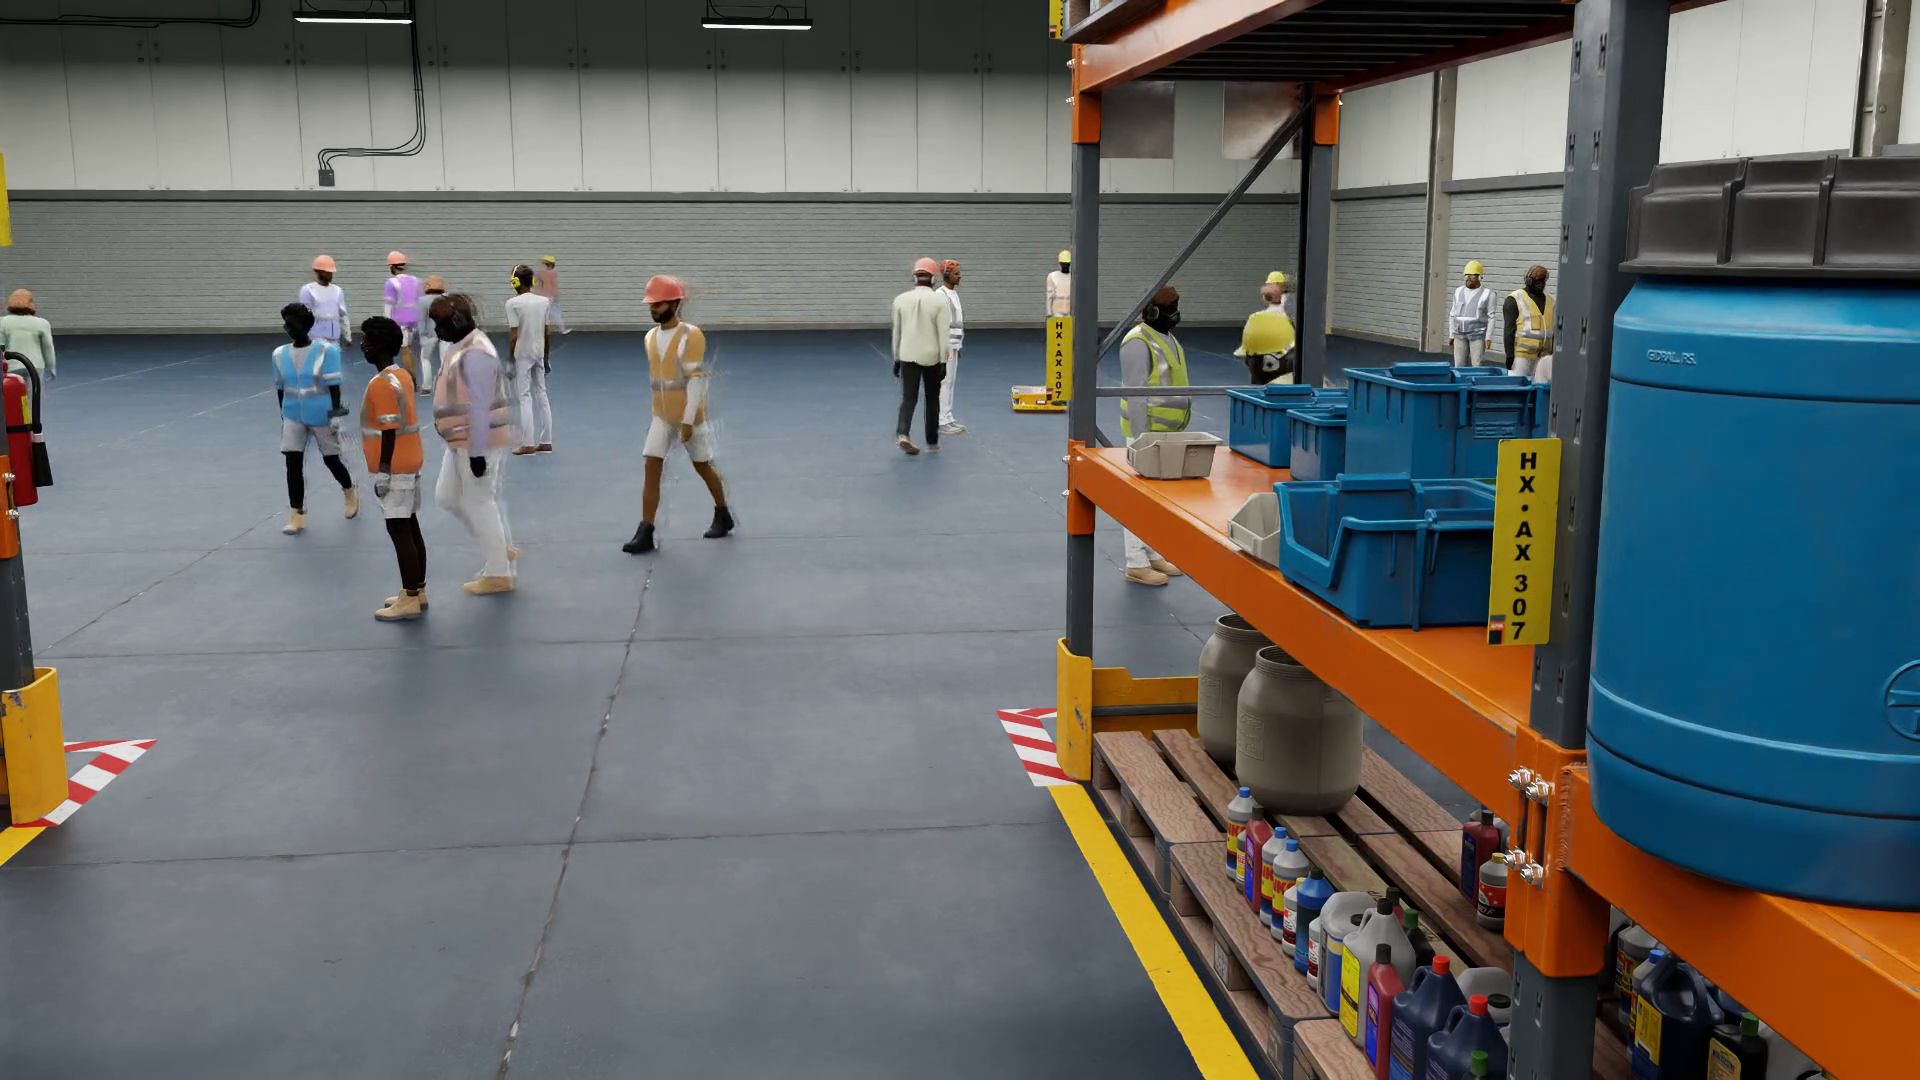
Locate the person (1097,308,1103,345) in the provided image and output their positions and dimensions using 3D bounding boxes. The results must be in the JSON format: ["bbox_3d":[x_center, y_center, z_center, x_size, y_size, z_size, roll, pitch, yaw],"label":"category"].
[{"bbox_3d":[2.435,-4.774,32.774,0.987,1.897,0.560,7,12,33],"label":"person"}]

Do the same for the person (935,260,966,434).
[{"bbox_3d":[-0.113,-2.096,18.095,0.362,1.882,0.588,2,11,13],"label":"person"}]

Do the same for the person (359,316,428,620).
[{"bbox_3d":[-3.177,-0.402,9.317,0.317,1.695,0.540,-1,10,-6],"label":"person"}]

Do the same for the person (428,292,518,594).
[{"bbox_3d":[-2.939,-0.577,9.984,0.451,1.803,0.667,-5,11,-24],"label":"person"}]

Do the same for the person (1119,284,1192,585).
[{"bbox_3d":[1.218,-0.659,10.330,0.430,1.845,0.619,5,12,27],"label":"person"}]

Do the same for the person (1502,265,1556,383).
[{"bbox_3d":[5.909,-1.916,17.222,0.621,1.845,0.429,-4,11,-21],"label":"person"}]

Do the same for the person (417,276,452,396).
[{"bbox_3d":[-7.000,-2.696,22.113,0.538,1.608,0.661,-10,14,-44],"label":"person"}]

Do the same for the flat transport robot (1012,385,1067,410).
[{"bbox_3d":[0.982,-1.781,20.791,0.652,0.197,1.431,0,10,1],"label":"flat transport robot"}]

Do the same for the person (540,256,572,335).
[{"bbox_3d":[-8.772,-5.224,35.680,0.540,1.712,0.949,6,12,30],"label":"person"}]

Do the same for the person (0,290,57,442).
[{"bbox_3d":[-9.403,-1.716,16.783,0.519,1.591,0.809,-4,11,-22],"label":"person"}]

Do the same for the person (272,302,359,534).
[{"bbox_3d":[-4.737,-0.914,12.206,0.535,1.667,0.781,0,10,2],"label":"person"}]

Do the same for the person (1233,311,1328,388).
[{"bbox_3d":[1.512,-0.127,7.514,0.615,1.806,0.565,-10,14,-44],"label":"person"}]

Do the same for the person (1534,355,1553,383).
[{"bbox_3d":[4.098,-0.709,11.293,0.507,1.593,0.849,9,14,41],"label":"person"}]

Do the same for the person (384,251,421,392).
[{"bbox_3d":[-7.751,-3.012,22.991,0.637,1.918,0.556,6,12,30],"label":"person"}]

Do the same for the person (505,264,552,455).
[{"bbox_3d":[-4.235,-1.758,16.300,0.329,1.865,0.510,8,13,36],"label":"person"}]

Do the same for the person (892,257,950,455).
[{"bbox_3d":[-0.412,-1.770,16.180,0.627,1.951,0.884,3,11,17],"label":"person"}]

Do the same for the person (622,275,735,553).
[{"bbox_3d":[-1.938,-0.885,11.495,0.543,1.886,1.038,6,12,28],"label":"person"}]

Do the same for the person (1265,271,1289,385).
[{"bbox_3d":[4.049,-2.538,21.008,0.865,1.706,0.497,0,10,0],"label":"person"}]

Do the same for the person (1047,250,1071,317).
[{"bbox_3d":[1.692,-3.711,26.863,0.596,1.910,0.411,-1,10,-5],"label":"person"}]

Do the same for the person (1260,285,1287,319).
[{"bbox_3d":[3.403,-1.954,18.068,0.544,1.612,0.521,5,11,26],"label":"person"}]

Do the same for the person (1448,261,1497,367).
[{"bbox_3d":[6.388,-2.571,20.831,0.586,1.835,0.403,9,14,42],"label":"person"}]

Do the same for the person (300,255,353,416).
[{"bbox_3d":[-7.597,-2.456,20.021,0.653,1.923,0.566,7,12,33],"label":"person"}]
